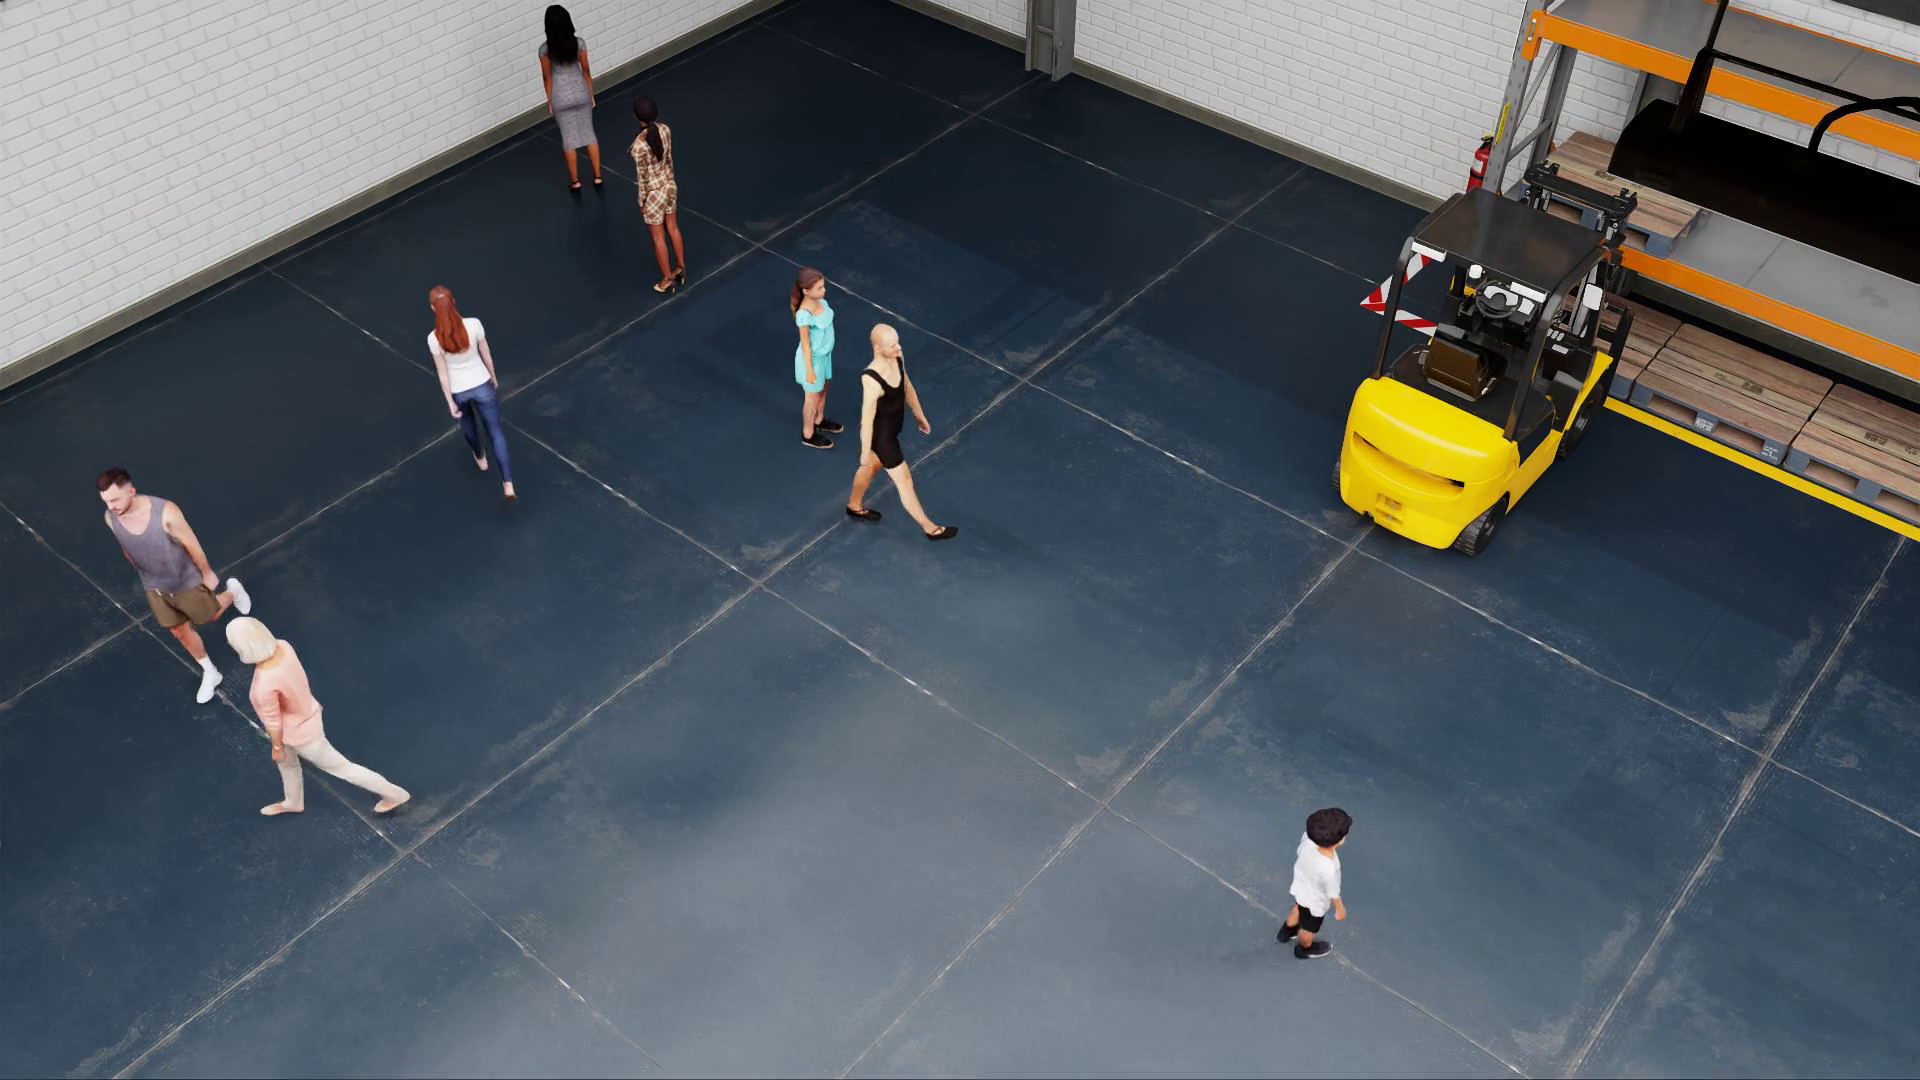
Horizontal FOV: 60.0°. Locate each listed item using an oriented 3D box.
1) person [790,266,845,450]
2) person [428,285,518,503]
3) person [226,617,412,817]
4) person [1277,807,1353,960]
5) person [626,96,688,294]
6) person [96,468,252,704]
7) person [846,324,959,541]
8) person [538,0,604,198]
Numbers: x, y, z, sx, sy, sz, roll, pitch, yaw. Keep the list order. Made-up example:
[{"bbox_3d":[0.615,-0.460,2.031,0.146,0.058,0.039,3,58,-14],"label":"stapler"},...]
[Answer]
[{"bbox_3d":[-1.078,-1.365,12.281,0.640,1.558,0.621,10,45,10],"label":"person"},{"bbox_3d":[-3.439,-1.008,11.797,0.861,1.709,1.164,-19,47,-18],"label":"person"},{"bbox_3d":[-3.744,1.074,9.630,1.111,1.685,1.122,-7,44,-7],"label":"person"},{"bbox_3d":[1.893,1.906,9.069,0.663,1.253,0.593,-10,44,-10],"label":"person"},{"bbox_3d":[-2.477,-2.821,13.642,0.585,1.791,0.613,23,48,23],"label":"person"},{"bbox_3d":[-4.939,0.168,10.501,1.100,1.818,1.151,-4,44,-5],"label":"person"},{"bbox_3d":[-0.603,-0.761,11.496,1.206,1.768,0.963,10,45,11],"label":"person"},{"bbox_3d":[-3.448,-3.892,14.775,0.660,1.778,0.671,-17,46,-17],"label":"person"}]
